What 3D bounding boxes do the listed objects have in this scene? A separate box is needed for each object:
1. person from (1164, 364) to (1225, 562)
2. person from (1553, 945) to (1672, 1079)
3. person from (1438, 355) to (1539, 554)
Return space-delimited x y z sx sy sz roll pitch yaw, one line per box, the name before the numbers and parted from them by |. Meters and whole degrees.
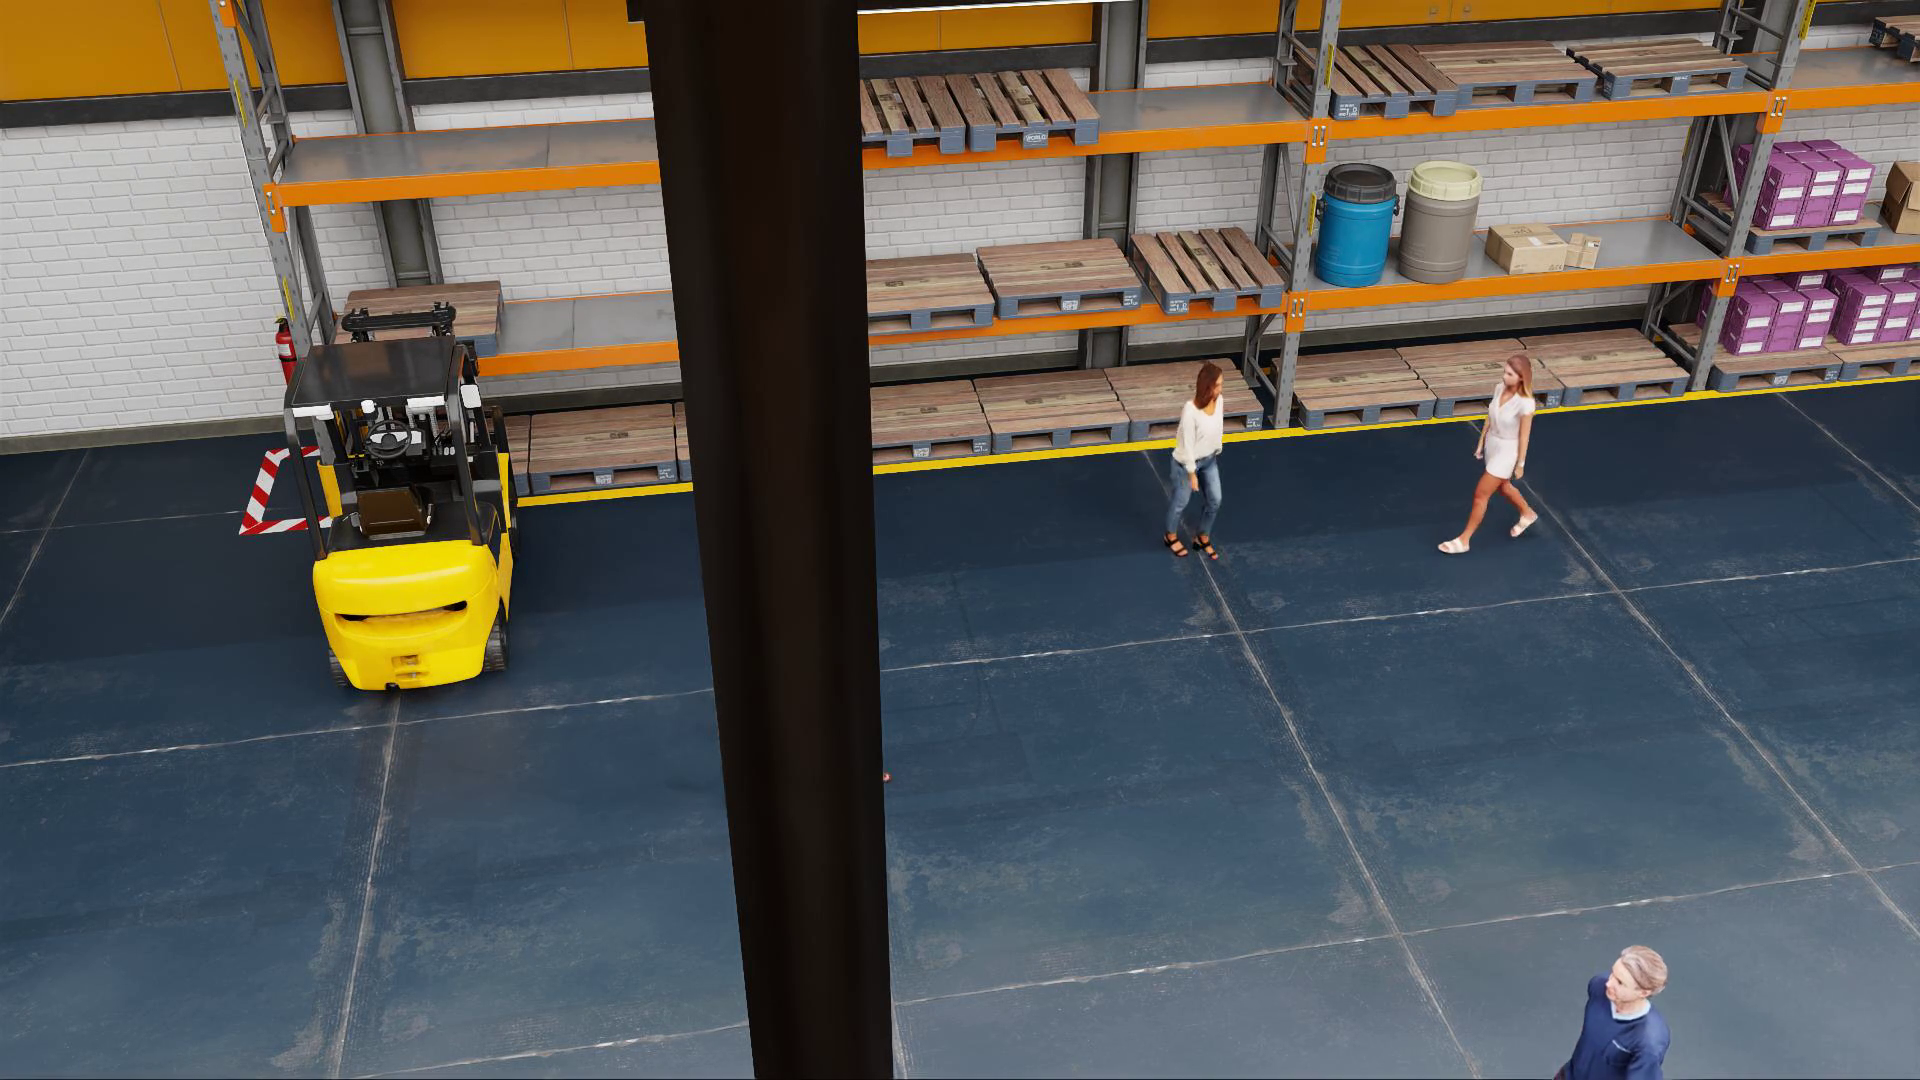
person | 1.720 -0.624 12.654 0.768 1.664 0.850 -22 39 -29
person | 3.047 2.573 7.707 1.222 1.817 0.767 -9 35 -13
person | 4.215 -0.664 12.714 1.142 1.664 0.688 -10 35 -15
